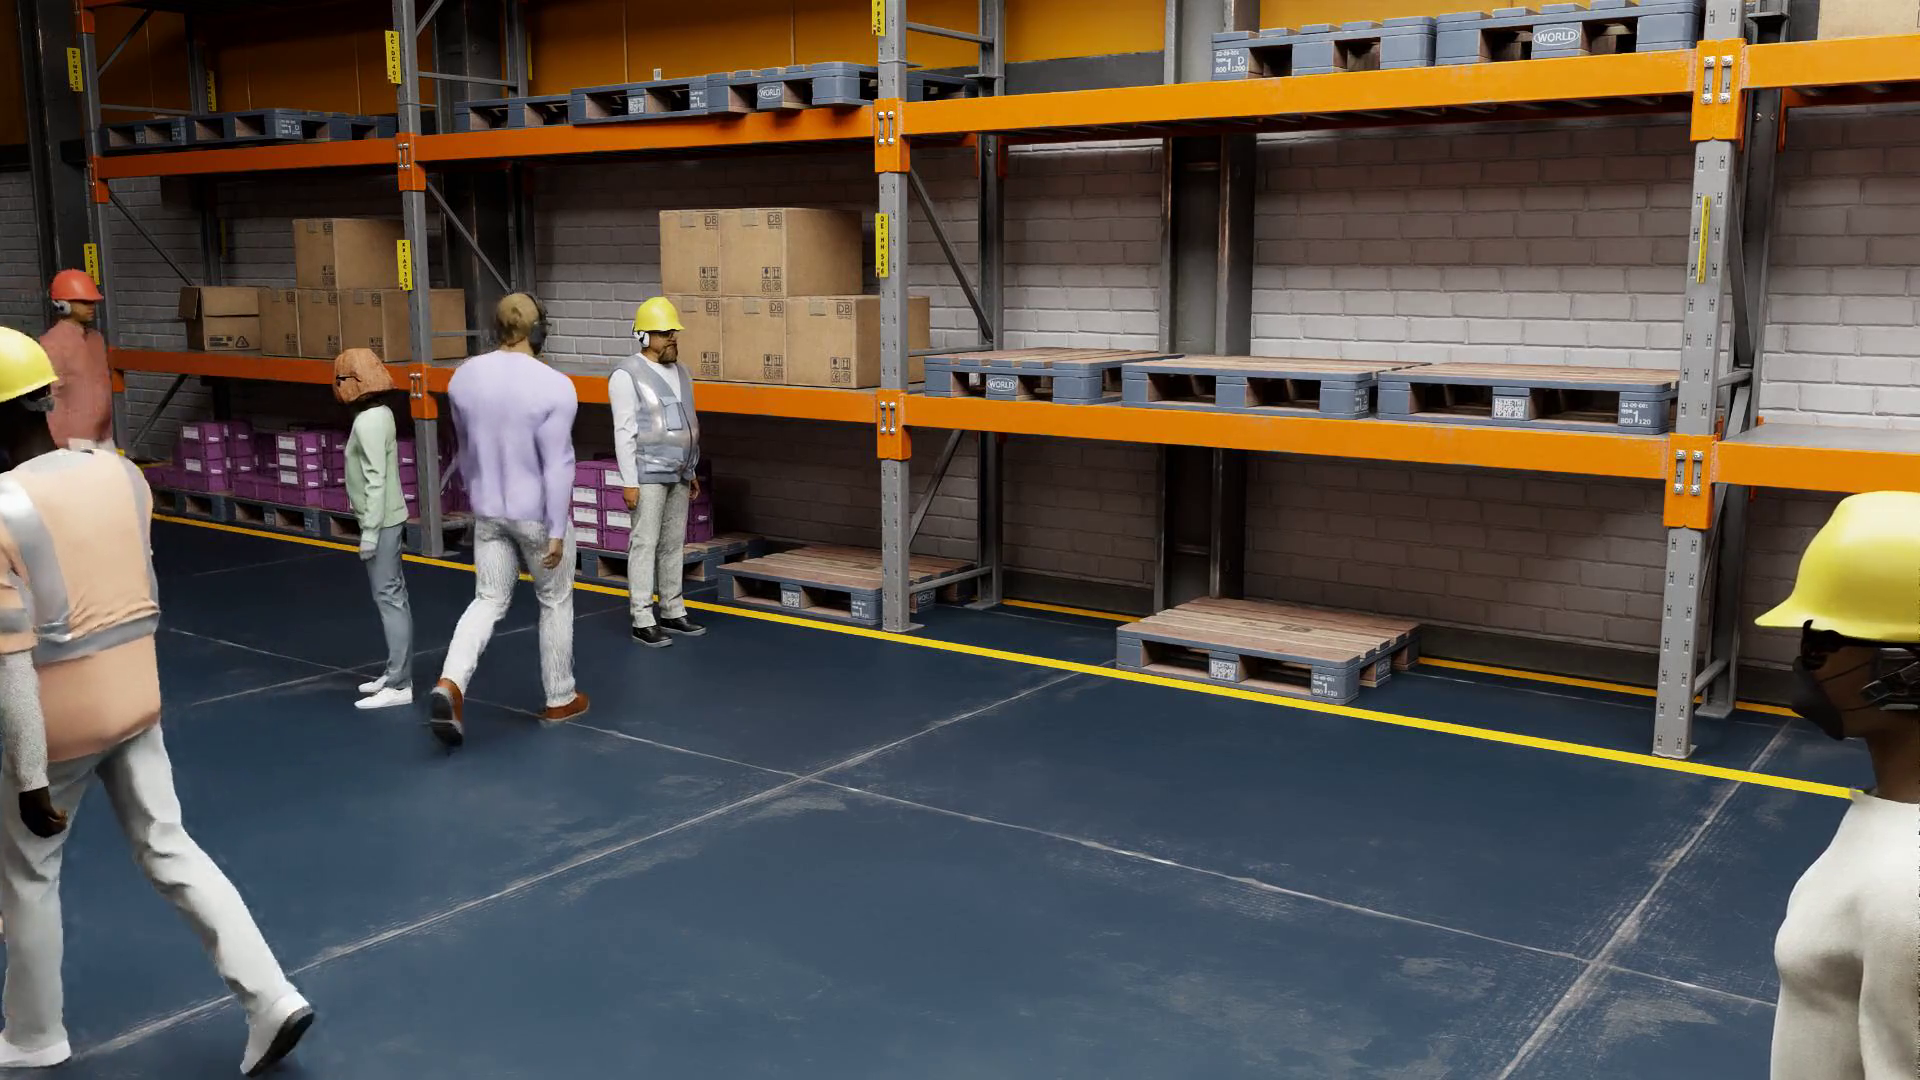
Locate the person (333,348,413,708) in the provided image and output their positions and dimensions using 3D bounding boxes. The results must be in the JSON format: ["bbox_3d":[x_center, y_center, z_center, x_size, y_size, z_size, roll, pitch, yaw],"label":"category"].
[{"bbox_3d":[-2.659,-0.053,7.569,0.285,1.631,0.501,-2,10,-13],"label":"person"}]

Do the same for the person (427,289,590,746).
[{"bbox_3d":[-1.893,-0.092,6.989,0.633,1.913,0.853,3,10,17],"label":"person"}]

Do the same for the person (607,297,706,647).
[{"bbox_3d":[-1.582,-0.362,8.815,0.404,1.832,0.600,5,11,27],"label":"person"}]

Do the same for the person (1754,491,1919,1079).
[{"bbox_3d":[1.058,0.822,1.963,0.325,1.767,0.533,6,11,31],"label":"person"}]

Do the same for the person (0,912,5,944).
[{"bbox_3d":[-3.128,0.358,5.014,0.334,1.670,0.693,-8,13,-40],"label":"person"}]

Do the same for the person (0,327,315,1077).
[{"bbox_3d":[-2.061,0.427,4.002,0.927,1.880,0.603,3,10,18],"label":"person"}]

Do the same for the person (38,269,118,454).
[{"bbox_3d":[-5.383,-0.651,10.106,0.622,1.972,0.630,0,10,1],"label":"person"}]
